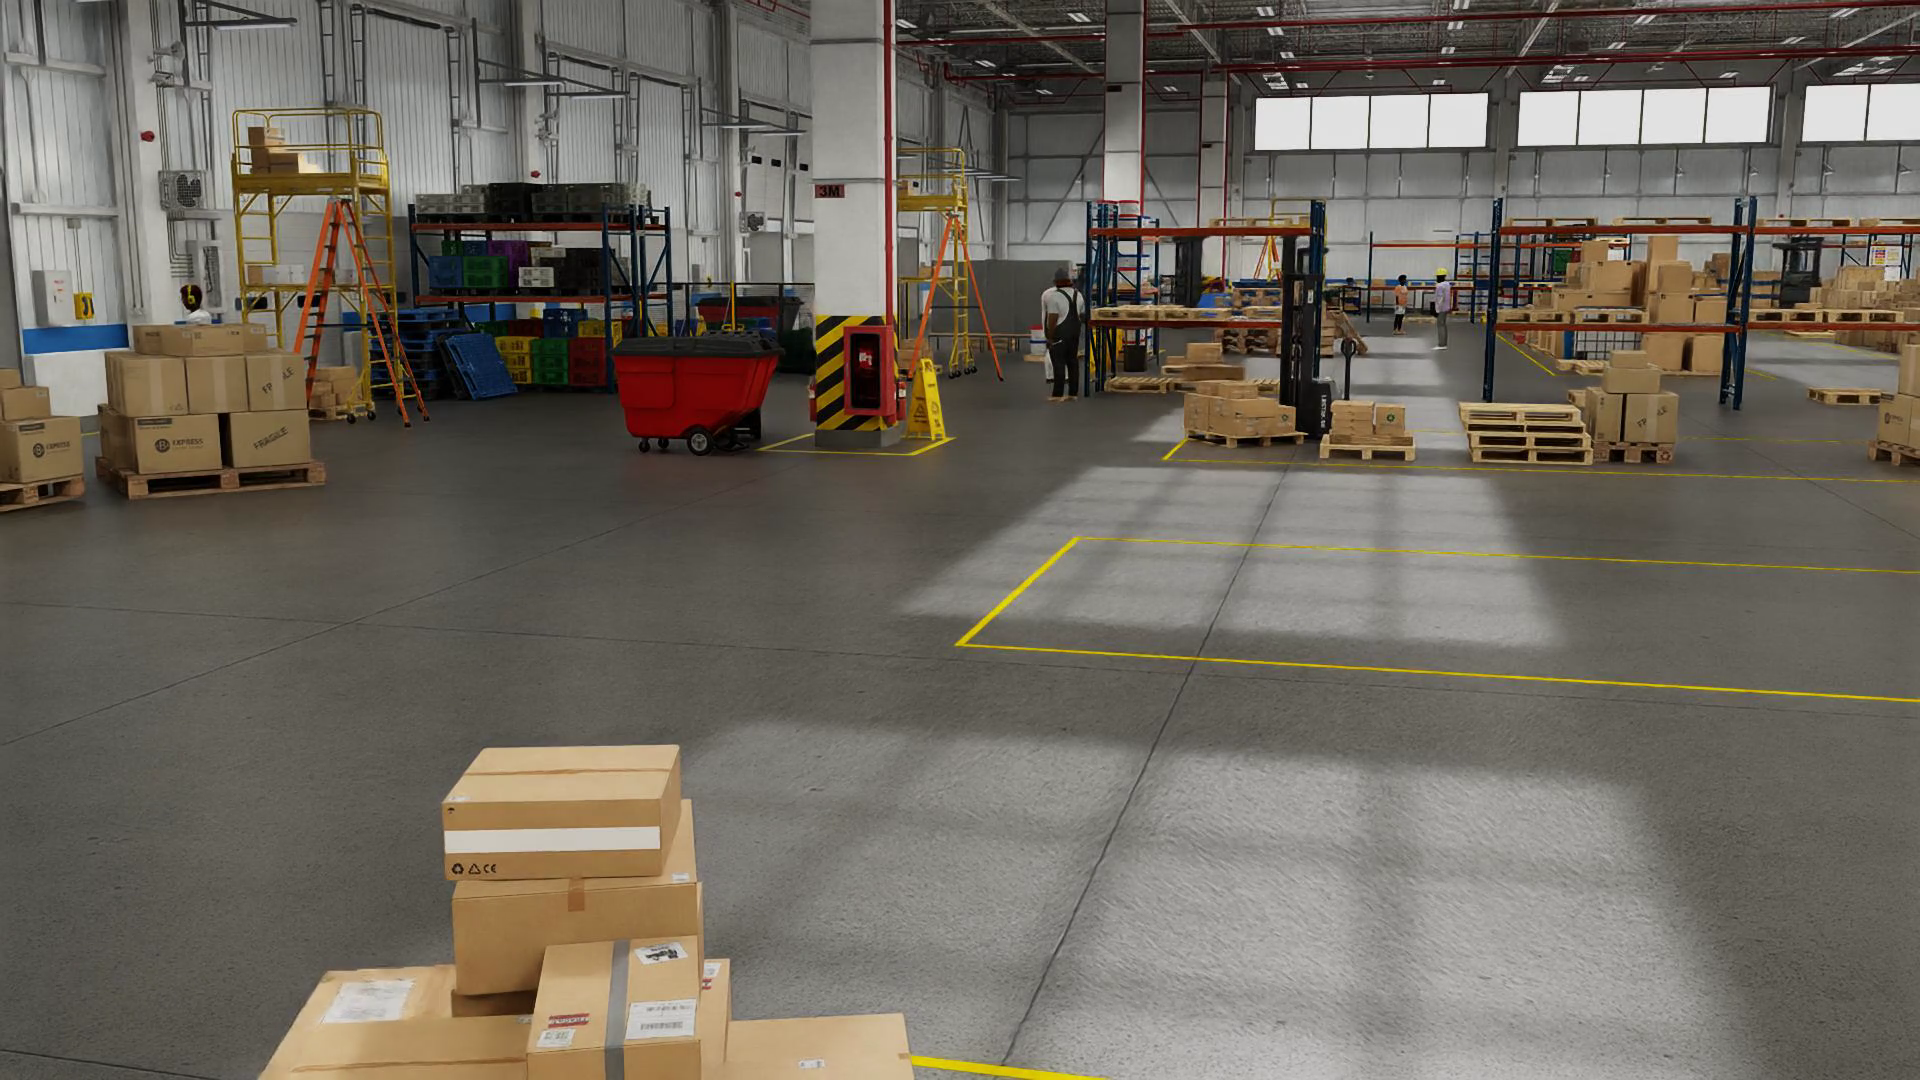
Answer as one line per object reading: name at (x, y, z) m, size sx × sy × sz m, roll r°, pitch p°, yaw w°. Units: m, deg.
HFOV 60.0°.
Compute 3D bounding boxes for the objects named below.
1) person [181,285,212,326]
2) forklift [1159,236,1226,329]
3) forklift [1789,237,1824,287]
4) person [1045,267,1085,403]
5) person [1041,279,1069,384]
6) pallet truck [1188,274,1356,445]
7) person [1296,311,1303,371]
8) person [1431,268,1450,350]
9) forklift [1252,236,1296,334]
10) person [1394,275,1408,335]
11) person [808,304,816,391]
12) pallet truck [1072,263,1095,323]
person at (-8.817, -2.015, 19.258) m, size 0.328 × 1.867 × 0.509 m, roll -1°, pitch 10°, yaw -6°
forklift at (7.055, -7.817, 50.429) m, size 1.873 × 2.768 × 1.129 m, roll -2°, pitch 10°, yaw -12°
forklift at (26.922, -8.263, 53.054) m, size 1.873 × 2.768 × 1.129 m, roll -6°, pitch 11°, yaw -31°
person at (1.515, -3.081, 25.013) m, size 0.683 × 2.000 × 0.536 m, roll -8°, pitch 13°, yaw -40°
person at (1.698, -3.648, 28.683) m, size 0.631 × 1.931 × 0.365 m, roll 5°, pitch 11°, yaw 26°
pallet truck at (3.653, -2.138, 19.590) m, size 1.885 × 1.965 × 0.823 m, roll -4°, pitch 10°, yaw -20°
person at (6.628, -4.098, 31.909) m, size 0.323 × 1.736 × 0.488 m, roll 6°, pitch 11°, yaw 30°
person at (11.349, -5.447, 39.277) m, size 0.382 × 1.924 × 0.594 m, roll 7°, pitch 12°, yaw 34°
forklift at (8.643, -6.720, 43.971) m, size 1.873 × 2.768 × 1.129 m, roll 2°, pitch 10°, yaw 14°
person at (12.449, -6.632, 46.931) m, size 0.316 × 1.695 × 0.541 m, roll 9°, pitch 13°, yaw 42°
person at (-1.943, -2.803, 24.012) m, size 0.638 × 1.822 × 0.631 m, roll -8°, pitch 12°, yaw -39°
pallet truck at (4.325, -8.180, 55.162) m, size 0.823 × 1.965 × 1.885 m, roll 6°, pitch 11°, yaw 31°
